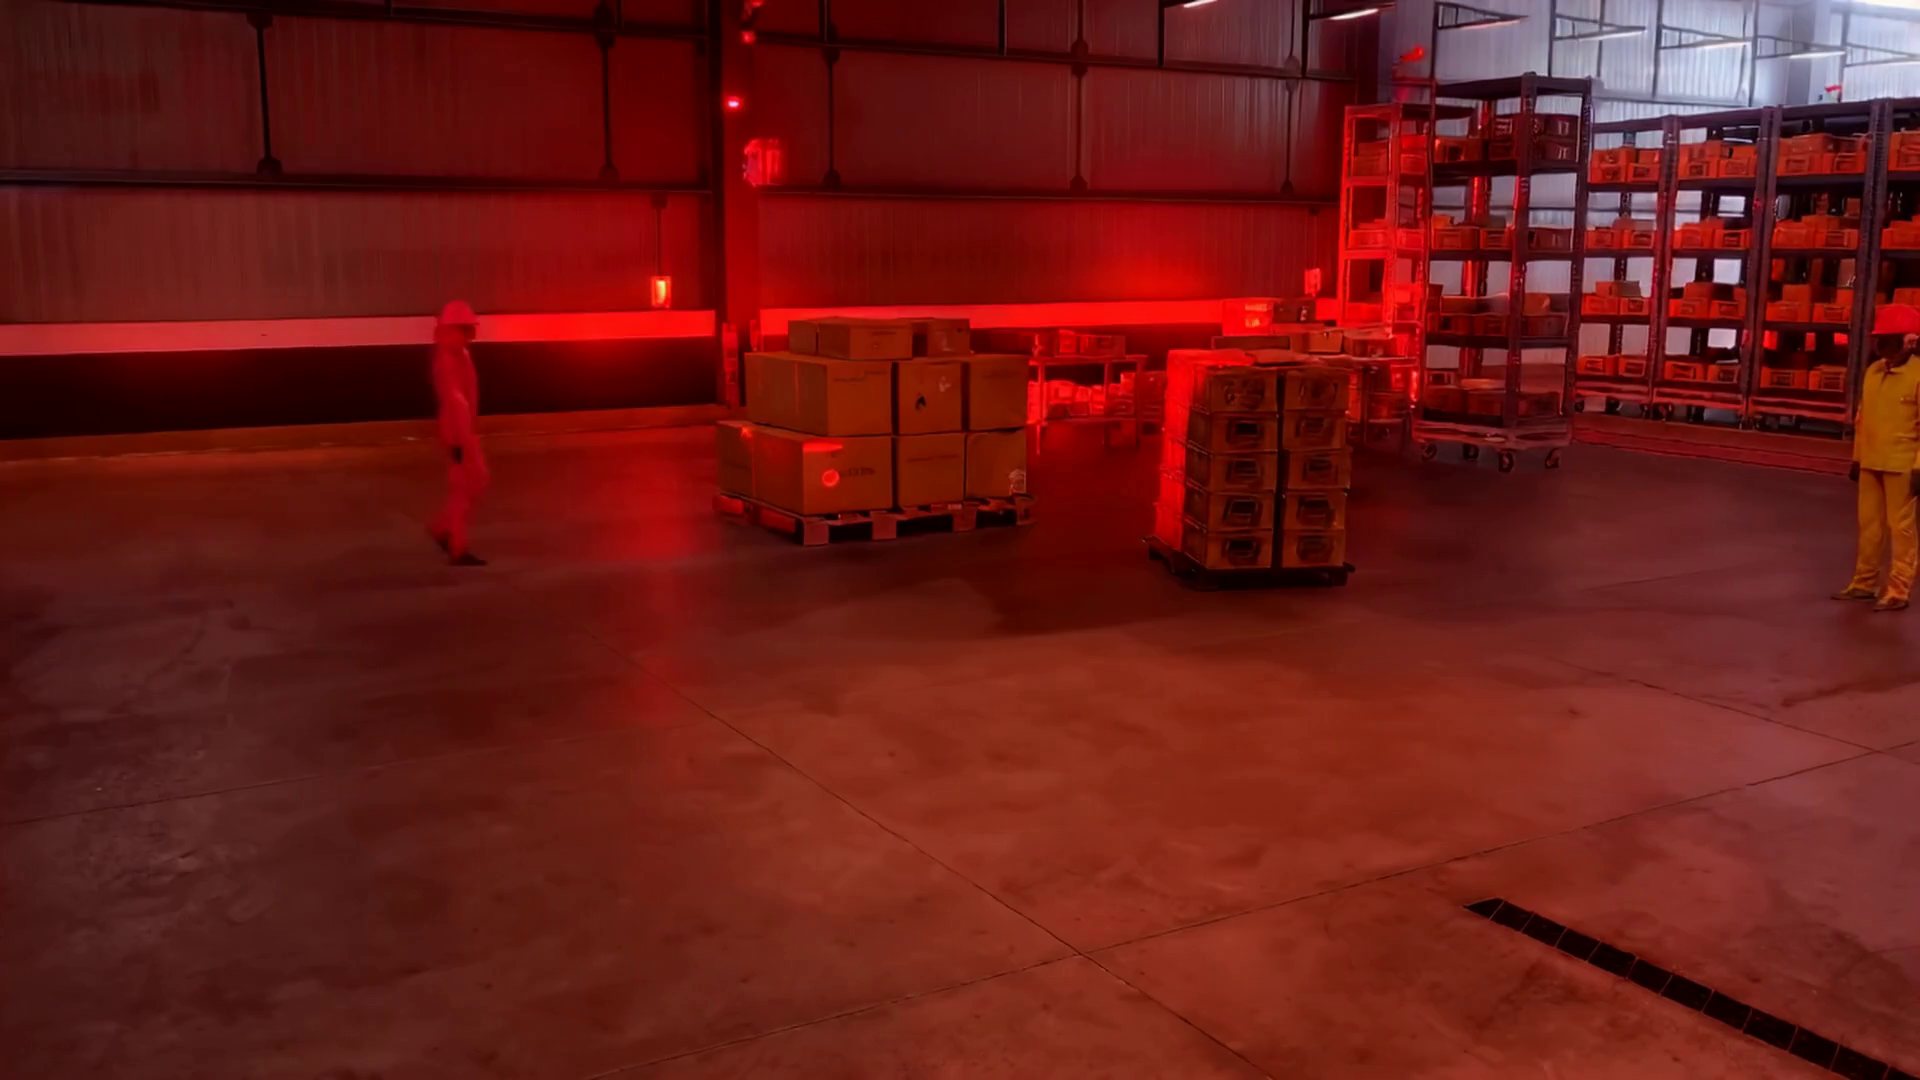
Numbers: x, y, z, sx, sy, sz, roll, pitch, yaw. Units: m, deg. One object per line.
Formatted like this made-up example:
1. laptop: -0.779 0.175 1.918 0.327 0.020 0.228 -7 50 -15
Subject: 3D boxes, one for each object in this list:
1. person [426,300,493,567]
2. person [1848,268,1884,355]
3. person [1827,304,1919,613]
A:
1. person: -3.258 -0.678 10.765 0.400 1.735 0.484 1 10 3
2. person: 11.965 -2.726 22.153 0.580 1.805 0.772 -4 11 -23
3. person: 5.297 -0.466 9.498 0.326 1.752 0.561 -2 10 -12
